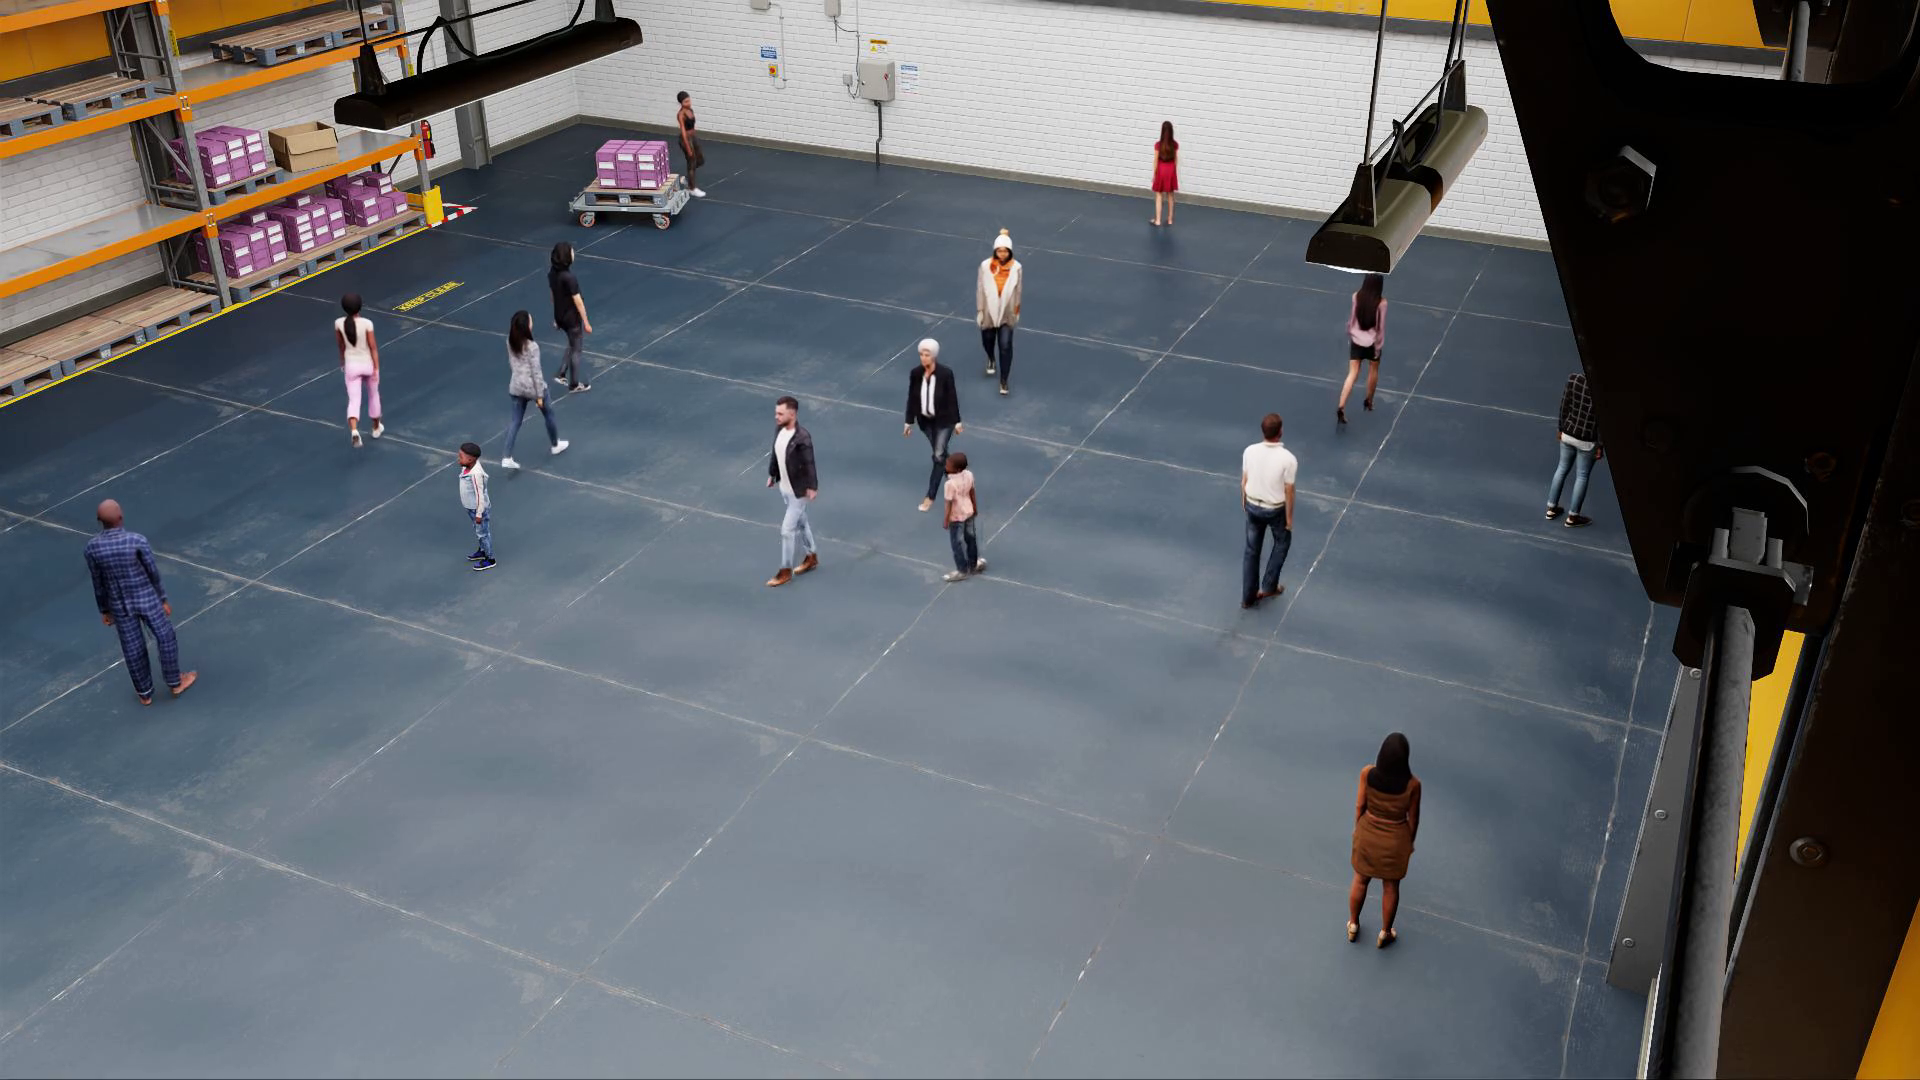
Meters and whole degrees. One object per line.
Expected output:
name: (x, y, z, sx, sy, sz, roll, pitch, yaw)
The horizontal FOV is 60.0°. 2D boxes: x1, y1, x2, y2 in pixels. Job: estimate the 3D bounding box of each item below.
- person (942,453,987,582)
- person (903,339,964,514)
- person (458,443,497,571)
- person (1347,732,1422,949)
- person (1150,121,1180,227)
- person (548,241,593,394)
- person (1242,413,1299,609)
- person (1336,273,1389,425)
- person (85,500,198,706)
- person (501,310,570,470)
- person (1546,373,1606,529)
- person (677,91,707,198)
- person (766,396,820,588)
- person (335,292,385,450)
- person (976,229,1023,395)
person: (0.046, -0.252, 15.435, 0.539, 1.298, 0.772, -18, 33, -30)
person: (-0.149, -1.170, 16.363, 0.834, 1.739, 1.116, 17, 33, 28)
person: (-4.541, -0.342, 15.638, 0.621, 1.261, 0.569, -14, 31, -23)
person: (2.782, 1.973, 10.946, 0.556, 1.690, 0.500, 12, 31, 20)
person: (3.051, -5.448, 24.694, 0.672, 1.552, 0.732, -4, 29, -8)
person: (-4.553, -2.520, 19.049, 0.807, 1.818, 0.772, -22, 35, -34)
person: (2.673, -0.215, 14.804, 0.751, 1.837, 0.778, 18, 33, 30)
person: (4.405, -2.086, 18.299, 0.804, 1.775, 1.139, 21, 35, 33)
person: (-6.693, 0.509, 13.496, 0.831, 1.819, 0.873, -10, 30, -18)
person: (-4.586, -1.532, 17.369, 0.608, 1.692, 1.131, 13, 31, 22)
person: (6.065, -1.007, 16.273, 0.724, 1.821, 0.748, -20, 34, -32)
person: (-4.286, -6.141, 25.833, 0.682, 1.678, 0.641, 7, 29, 13)
person: (-1.450, -0.501, 15.347, 1.023, 1.818, 0.911, -21, 35, -33)
person: (-6.447, -1.783, 17.804, 0.941, 1.717, 1.132, -3, 29, -5)
person: (0.435, -2.704, 19.354, 0.973, 1.850, 1.289, 1, 29, 3)
